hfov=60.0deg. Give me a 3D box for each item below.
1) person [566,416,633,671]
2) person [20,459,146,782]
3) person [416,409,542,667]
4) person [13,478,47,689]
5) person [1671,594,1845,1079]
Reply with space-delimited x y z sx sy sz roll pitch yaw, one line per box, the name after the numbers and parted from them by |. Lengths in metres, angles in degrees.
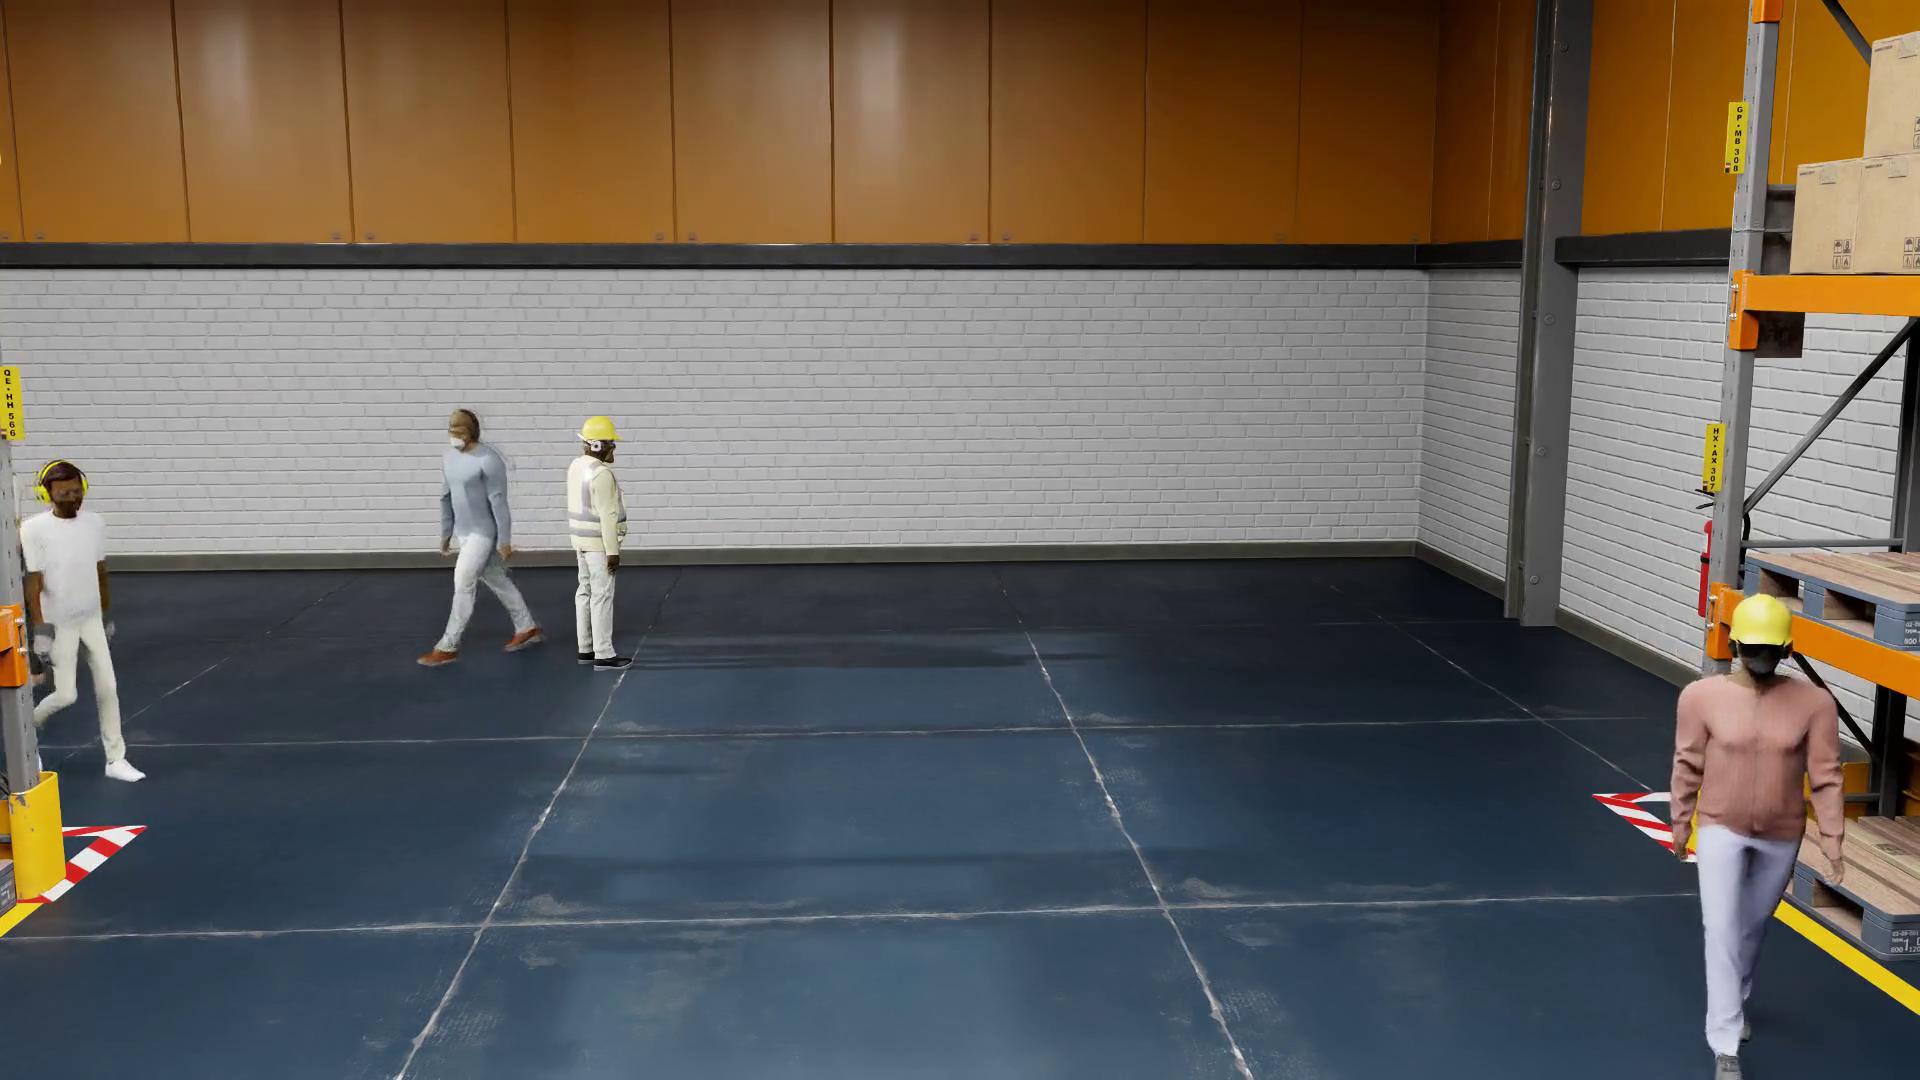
-2.601 0.019 11.996 0.403 1.827 0.601 -7 11 -36 | person
-4.977 0.453 9.253 0.678 1.842 0.571 5 10 28 | person
-3.544 -0.038 12.261 0.648 1.883 1.009 9 13 44 | person
-6.507 0.183 11.056 0.538 1.799 0.938 2 9 10 | person
2.814 1.045 5.887 0.540 1.718 0.899 2 9 15 | person
